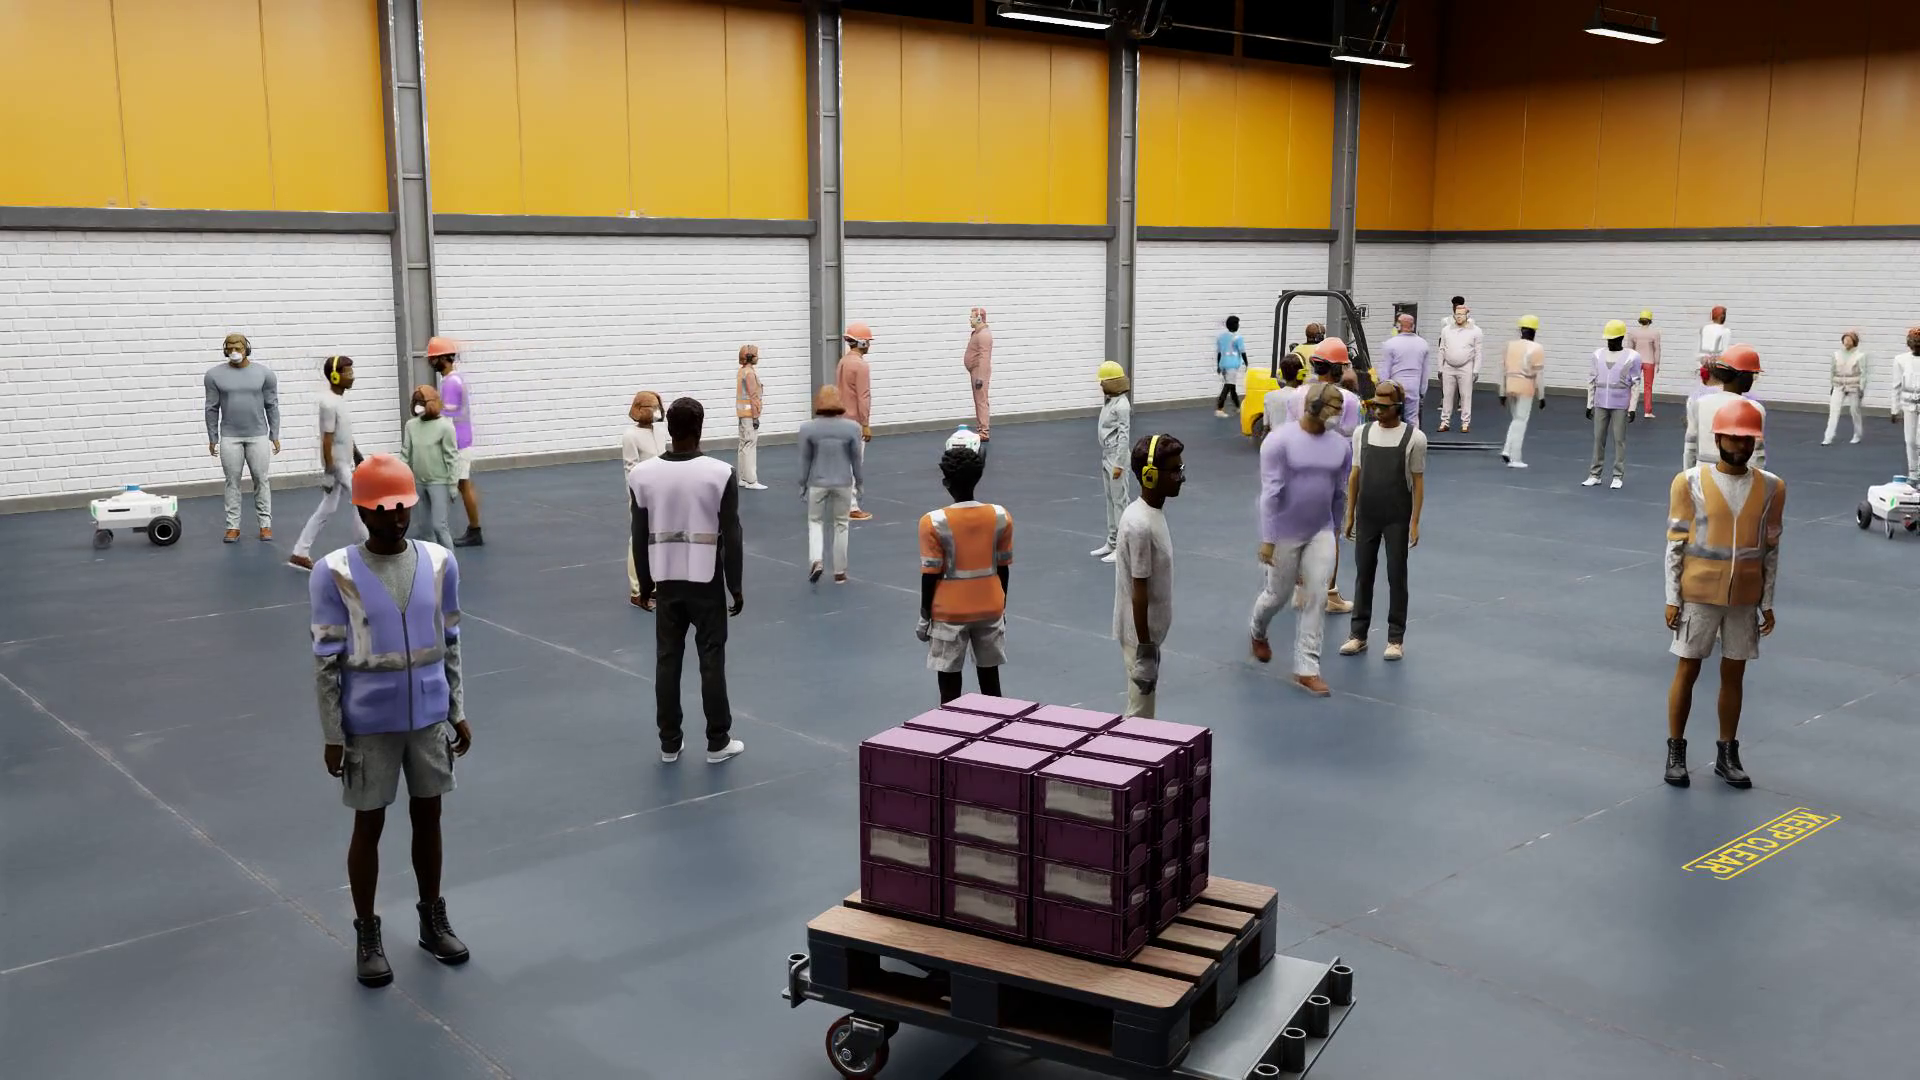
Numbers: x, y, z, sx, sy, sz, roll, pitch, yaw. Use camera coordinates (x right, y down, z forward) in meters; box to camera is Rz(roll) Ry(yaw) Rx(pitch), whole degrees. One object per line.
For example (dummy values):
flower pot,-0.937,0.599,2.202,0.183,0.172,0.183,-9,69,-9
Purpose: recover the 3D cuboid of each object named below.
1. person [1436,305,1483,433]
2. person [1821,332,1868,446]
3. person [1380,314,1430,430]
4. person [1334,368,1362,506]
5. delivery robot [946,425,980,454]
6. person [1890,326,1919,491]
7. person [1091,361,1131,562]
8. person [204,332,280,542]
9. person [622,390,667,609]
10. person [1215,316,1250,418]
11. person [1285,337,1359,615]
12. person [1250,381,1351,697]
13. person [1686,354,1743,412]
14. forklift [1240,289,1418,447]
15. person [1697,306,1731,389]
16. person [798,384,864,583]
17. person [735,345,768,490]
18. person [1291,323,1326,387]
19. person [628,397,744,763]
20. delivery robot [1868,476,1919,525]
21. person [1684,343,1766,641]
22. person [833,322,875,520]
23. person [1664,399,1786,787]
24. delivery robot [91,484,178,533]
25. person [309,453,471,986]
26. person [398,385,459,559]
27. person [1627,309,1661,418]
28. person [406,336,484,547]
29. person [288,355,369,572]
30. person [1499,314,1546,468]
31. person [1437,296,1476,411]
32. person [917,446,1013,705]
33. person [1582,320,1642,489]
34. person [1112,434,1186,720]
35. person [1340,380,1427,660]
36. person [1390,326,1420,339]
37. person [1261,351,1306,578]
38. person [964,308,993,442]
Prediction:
person,7.452,-2.550,24.867,0.639,1.908,0.409,6,11,30
person,12.441,-2.119,23.274,0.869,1.589,0.526,-8,13,-39
person,5.651,-1.926,21.243,0.653,1.900,0.400,-3,10,-15
person,3.641,-0.788,15.394,0.692,1.619,0.526,0,10,-3
delivery robot,0.042,-1.177,20.503,0.477,0.478,0.707,1,10,8
person,10.794,-1.473,18.730,0.550,1.851,0.604,-7,12,-37
person,1.315,-0.679,14.412,0.311,1.735,0.484,-2,10,-9
person,-6.622,-0.947,15.381,0.638,1.938,0.356,-3,10,-19
person,-2.348,-0.313,12.555,0.286,1.636,0.498,4,11,23
person,4.496,-2.821,27.175,0.859,1.653,0.539,-5,11,-29
person,2.695,-0.471,12.291,0.386,2.041,0.615,-9,13,-42
person,2.069,-0.038,10.230,0.636,1.884,0.861,-3,10,-15
person,6.357,-0.651,13.999,0.569,1.825,0.720,-4,10,-20
forklift,5.034,-2.339,22.783,2.313,2.155,1.214,3,10,16
person,11.609,-2.674,25.705,0.455,1.874,0.591,-6,11,-29
person,-1.027,-0.435,13.299,0.521,1.627,0.462,0,10,-2
person,-2.386,-1.390,18.849,0.307,1.640,0.520,-4,10,-22
person,4.241,-1.681,19.967,0.429,1.844,0.625,-7,12,-34
person,-1.411,0.217,8.642,0.589,1.914,0.392,1,10,8
delivery robot,8.882,-0.367,15.757,0.477,0.478,0.707,2,10,12
person,5.283,-0.329,11.459,0.393,2.041,0.613,-4,11,-23
person,-1.047,-1.194,16.734,0.442,1.981,0.625,-4,11,-23
person,3.784,0.268,8.261,0.544,1.942,0.347,1,10,7
delivery robot,-7.544,-0.272,15.200,0.707,0.478,0.477,-4,11,-24
person,-2.054,0.642,6.080,0.552,1.936,0.358,-8,13,-39
person,-4.229,-0.420,13.230,0.524,1.630,0.336,5,11,28
person,11.134,-2.863,27.097,0.525,1.772,0.301,7,12,37
person,-4.711,-0.872,15.001,0.770,1.911,0.561,-3,10,-18
person,-5.180,-0.625,13.859,0.962,1.830,0.540,-3,10,-16
person,7.004,-1.846,20.727,0.477,1.912,0.591,-6,11,-30
person,8.458,-3.180,28.370,0.603,1.966,0.372,4,11,24
person,0.023,0.375,8.364,0.532,1.693,0.319,-5,11,-28
person,7.417,-1.542,18.933,0.585,1.917,0.382,9,13,43
person,0.829,0.458,7.362,0.310,1.868,0.532,1,10,8
person,2.775,-0.132,10.903,0.506,1.839,0.343,6,11,32
person,6.877,-2.647,25.613,0.429,1.847,0.626,-3,10,-20
person,2.679,-0.593,13.514,0.321,1.871,0.515,-9,13,-43
person,0.256,-2.346,23.671,0.407,1.908,0.641,-1,10,-5
